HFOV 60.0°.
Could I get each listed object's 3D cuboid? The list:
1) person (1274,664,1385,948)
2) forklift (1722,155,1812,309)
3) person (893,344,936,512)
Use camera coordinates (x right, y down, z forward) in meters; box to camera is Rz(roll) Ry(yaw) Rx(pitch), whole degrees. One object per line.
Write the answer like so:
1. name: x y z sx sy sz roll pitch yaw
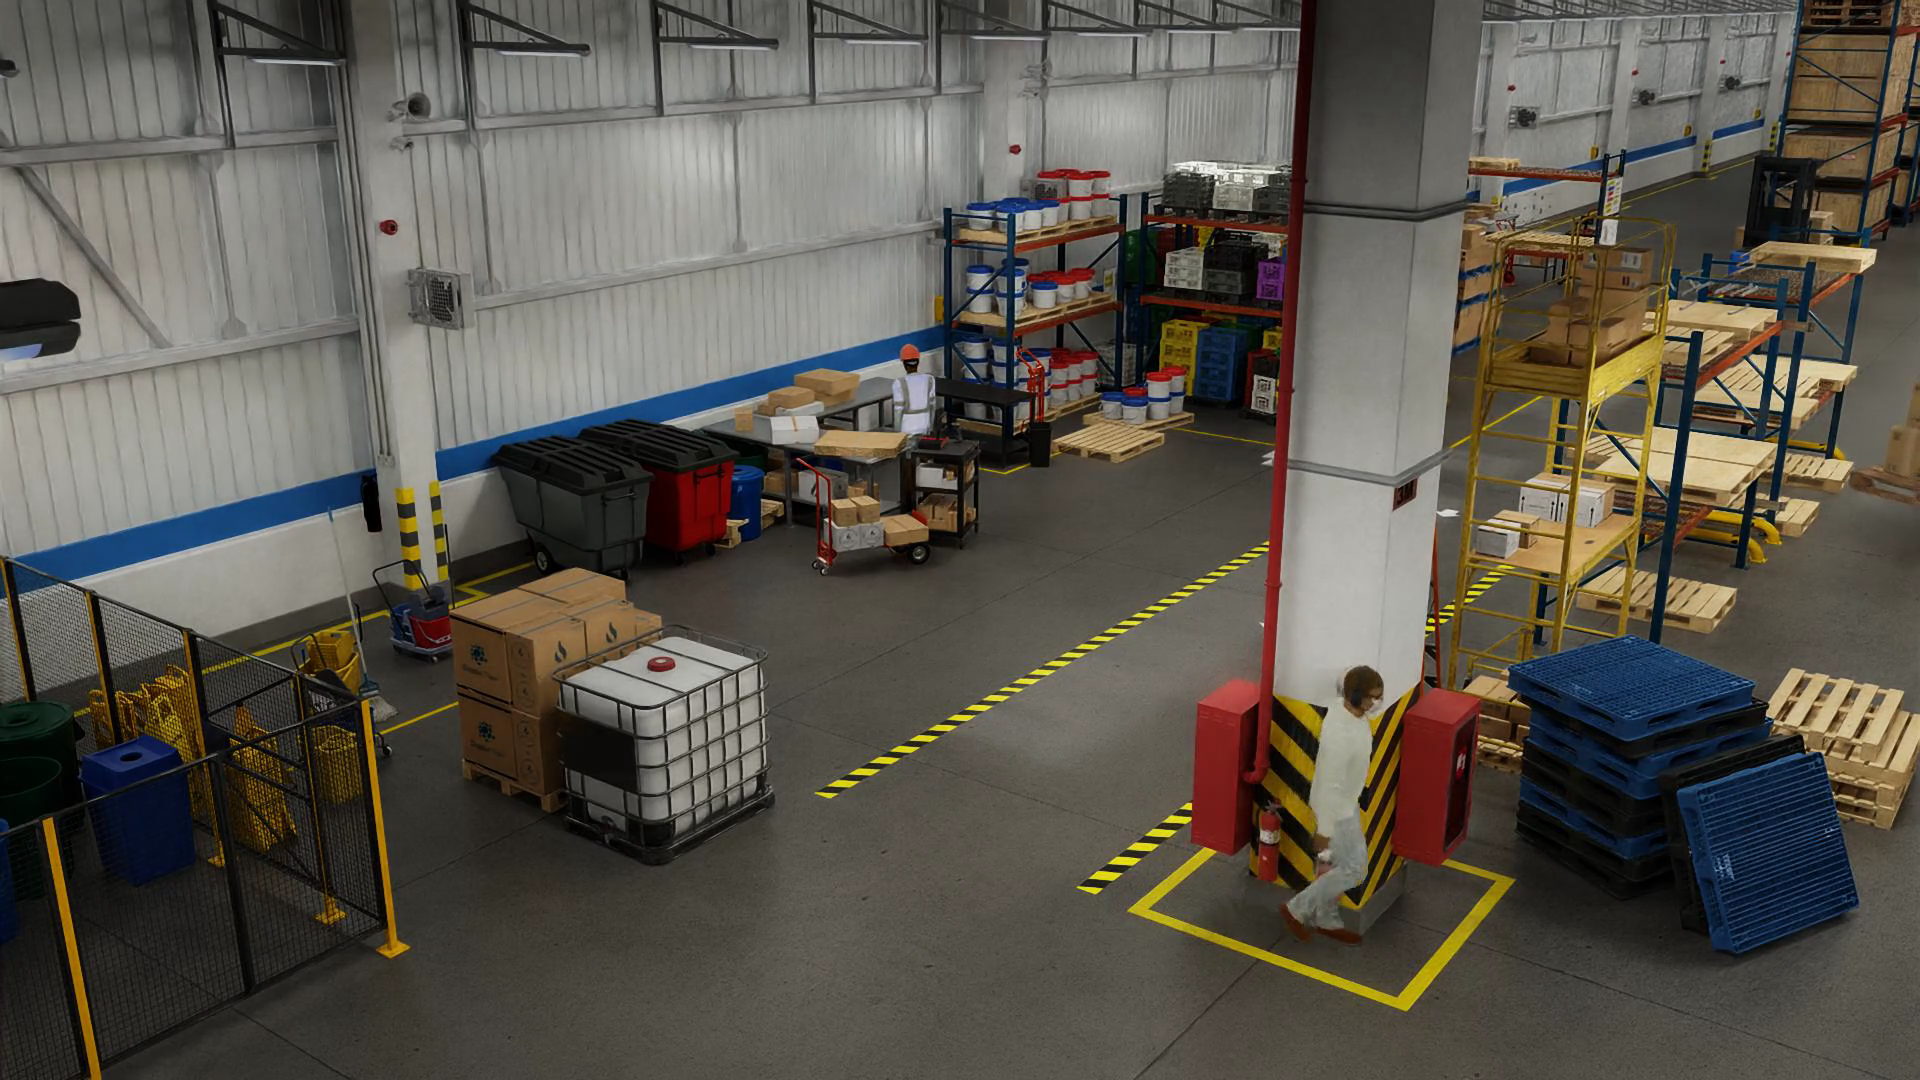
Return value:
1. person: 2.299 1.636 10.131 0.477 1.920 0.652 5 19 15
2. forklift: 15.458 -5.889 31.644 1.129 2.768 1.873 13 22 34
3. person: -0.541 -1.286 19.062 0.552 1.932 0.388 -10 21 -28
